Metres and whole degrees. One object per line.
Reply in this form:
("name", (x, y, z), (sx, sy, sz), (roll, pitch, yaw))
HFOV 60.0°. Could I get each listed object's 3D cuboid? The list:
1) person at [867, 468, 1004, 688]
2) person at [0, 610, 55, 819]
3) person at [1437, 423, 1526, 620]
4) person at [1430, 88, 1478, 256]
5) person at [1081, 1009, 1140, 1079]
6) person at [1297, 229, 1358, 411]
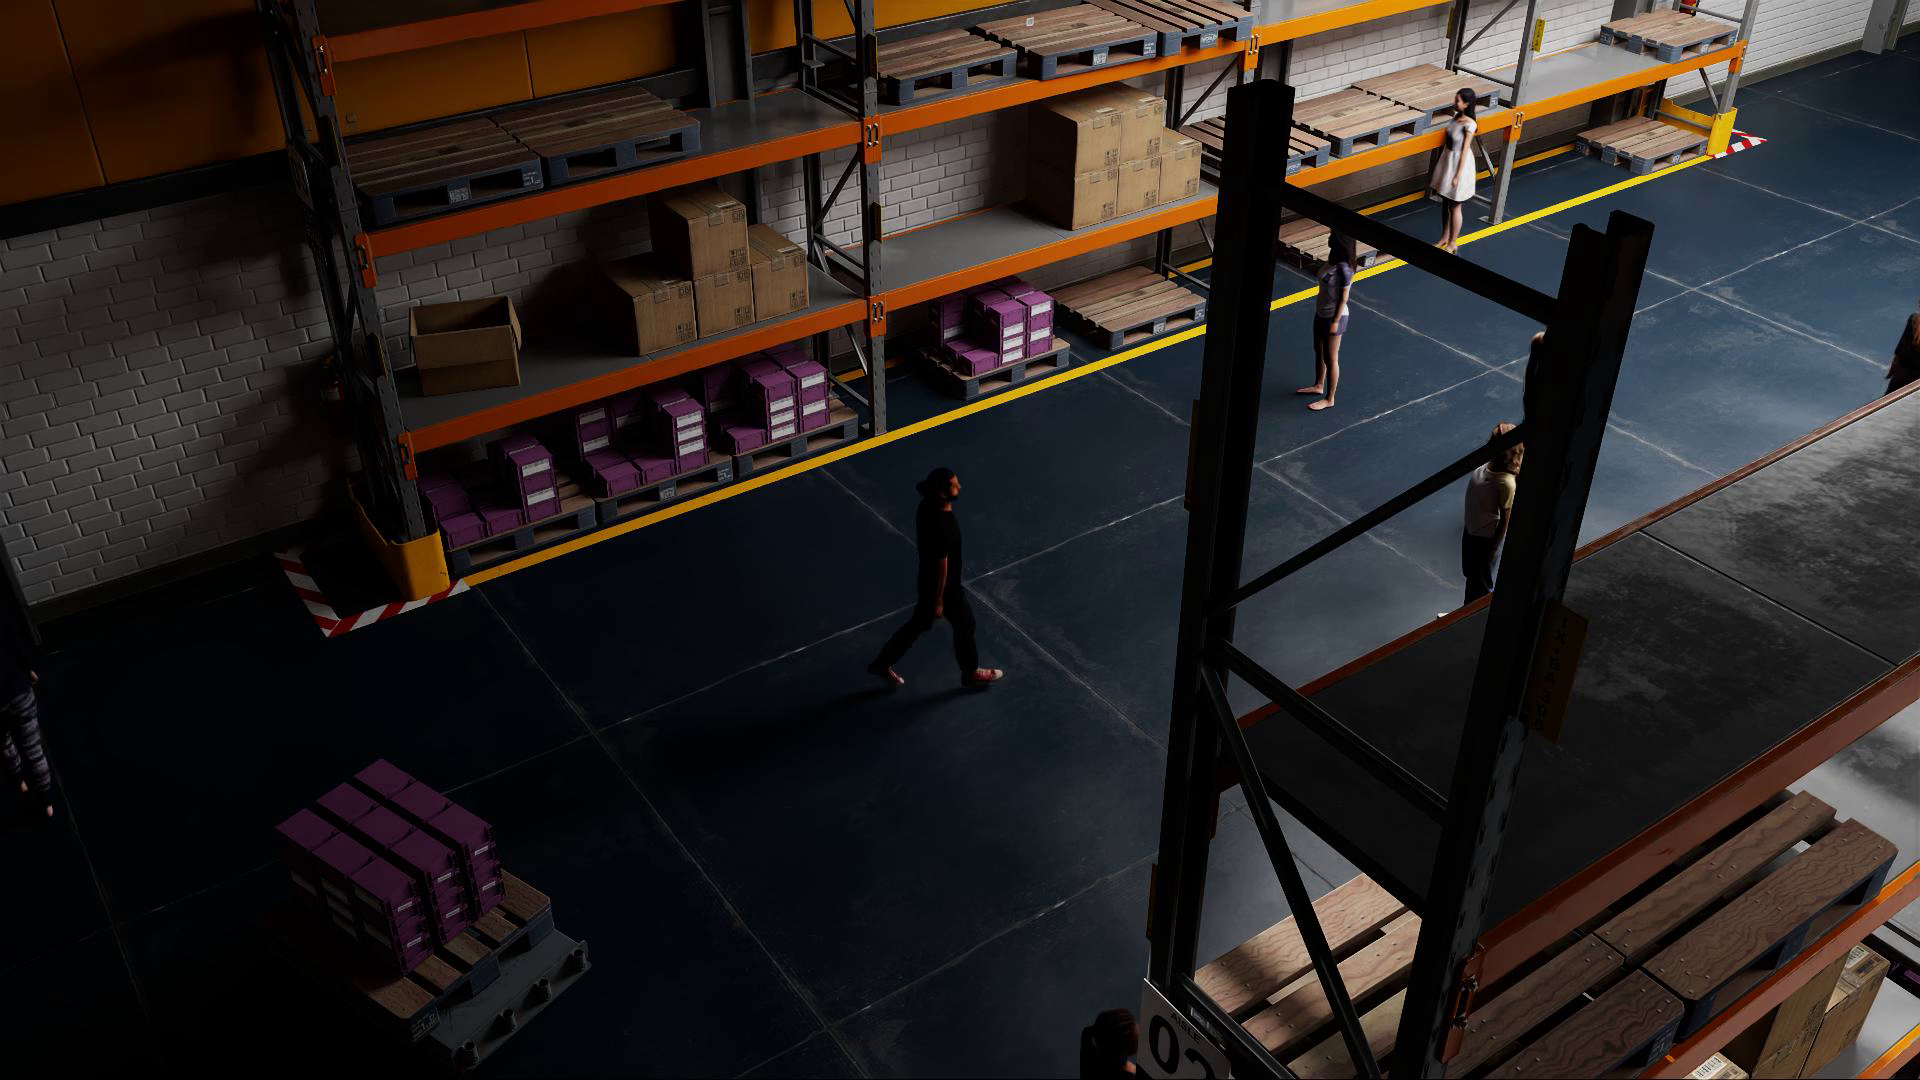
("person", (-0.223, 0.298, 10.949), (1.235, 1.734, 0.918), (-8, 34, -12))
("person", (-5.721, 0.970, 9.955), (0.730, 1.715, 0.679), (-22, 40, -30))
("person", (3.633, -0.049, 11.481), (0.725, 1.723, 0.712), (-2, 34, -3))
("person", (5.065, -3.748, 17.004), (0.771, 1.769, 0.753), (-6, 34, -8))
("person", (0.679, 2.691, 7.511), (0.561, 1.554, 0.559), (-27, 42, -34))
("person", (3.205, -1.956, 14.365), (0.672, 1.707, 0.674), (-5, 34, -8))
